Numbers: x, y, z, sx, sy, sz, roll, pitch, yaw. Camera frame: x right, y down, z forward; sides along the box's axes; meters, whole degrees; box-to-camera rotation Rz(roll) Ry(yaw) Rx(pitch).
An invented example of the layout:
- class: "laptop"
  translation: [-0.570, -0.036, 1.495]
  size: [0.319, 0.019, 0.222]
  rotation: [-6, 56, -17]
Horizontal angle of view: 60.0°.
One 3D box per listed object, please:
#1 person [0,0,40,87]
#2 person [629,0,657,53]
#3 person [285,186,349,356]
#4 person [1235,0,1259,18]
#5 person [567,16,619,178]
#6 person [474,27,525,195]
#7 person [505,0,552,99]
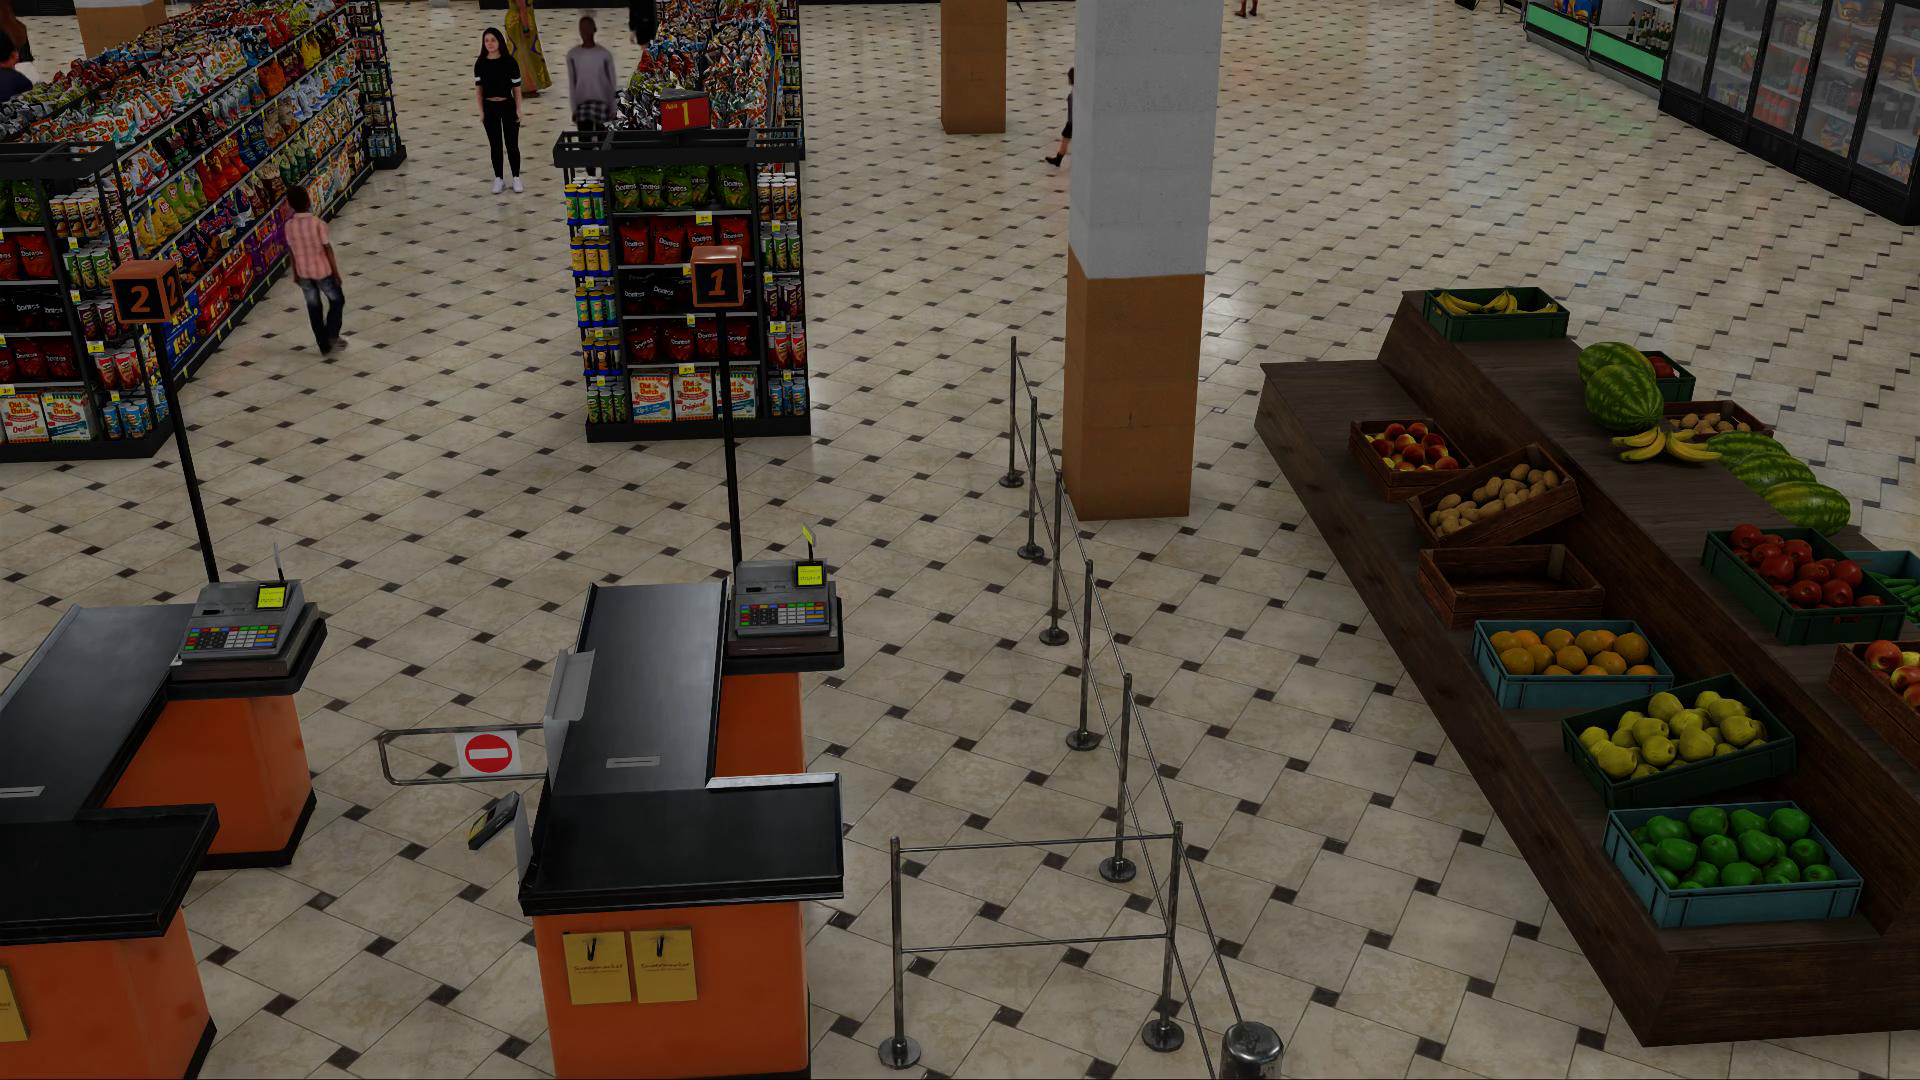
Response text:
- class: "person"
  translation: [-10.167, -5.021, 18.089]
  size: [0.956, 1.670, 0.963]
  rotation: [14, 30, 25]
- class: "person"
  translation: [-3.764, -6.152, 20.250]
  size: [0.687, 1.733, 1.050]
  rotation: [3, 27, 5]
- class: "person"
  translation: [-4.892, -2.012, 12.568]
  size: [0.538, 1.297, 0.492]
  rotation: [0, 27, -1]
- class: "person"
  translation: [4.558, -9.127, 26.131]
  size: [0.643, 1.719, 0.592]
  rotation: [-9, 28, -18]
- class: "person"
  translation: [-3.646, -4.340, 16.642]
  size: [0.625, 1.764, 0.661]
  rotation: [-2, 27, -4]
- class: "person"
  translation: [-4.630, -4.329, 16.760]
  size: [0.603, 1.639, 0.581]
  rotation: [-3, 27, -7]
- class: "person"
  translation: [-5.516, -6.434, 20.892]
  size: [1.005, 1.656, 0.842]
  rotation: [-11, 29, -20]
